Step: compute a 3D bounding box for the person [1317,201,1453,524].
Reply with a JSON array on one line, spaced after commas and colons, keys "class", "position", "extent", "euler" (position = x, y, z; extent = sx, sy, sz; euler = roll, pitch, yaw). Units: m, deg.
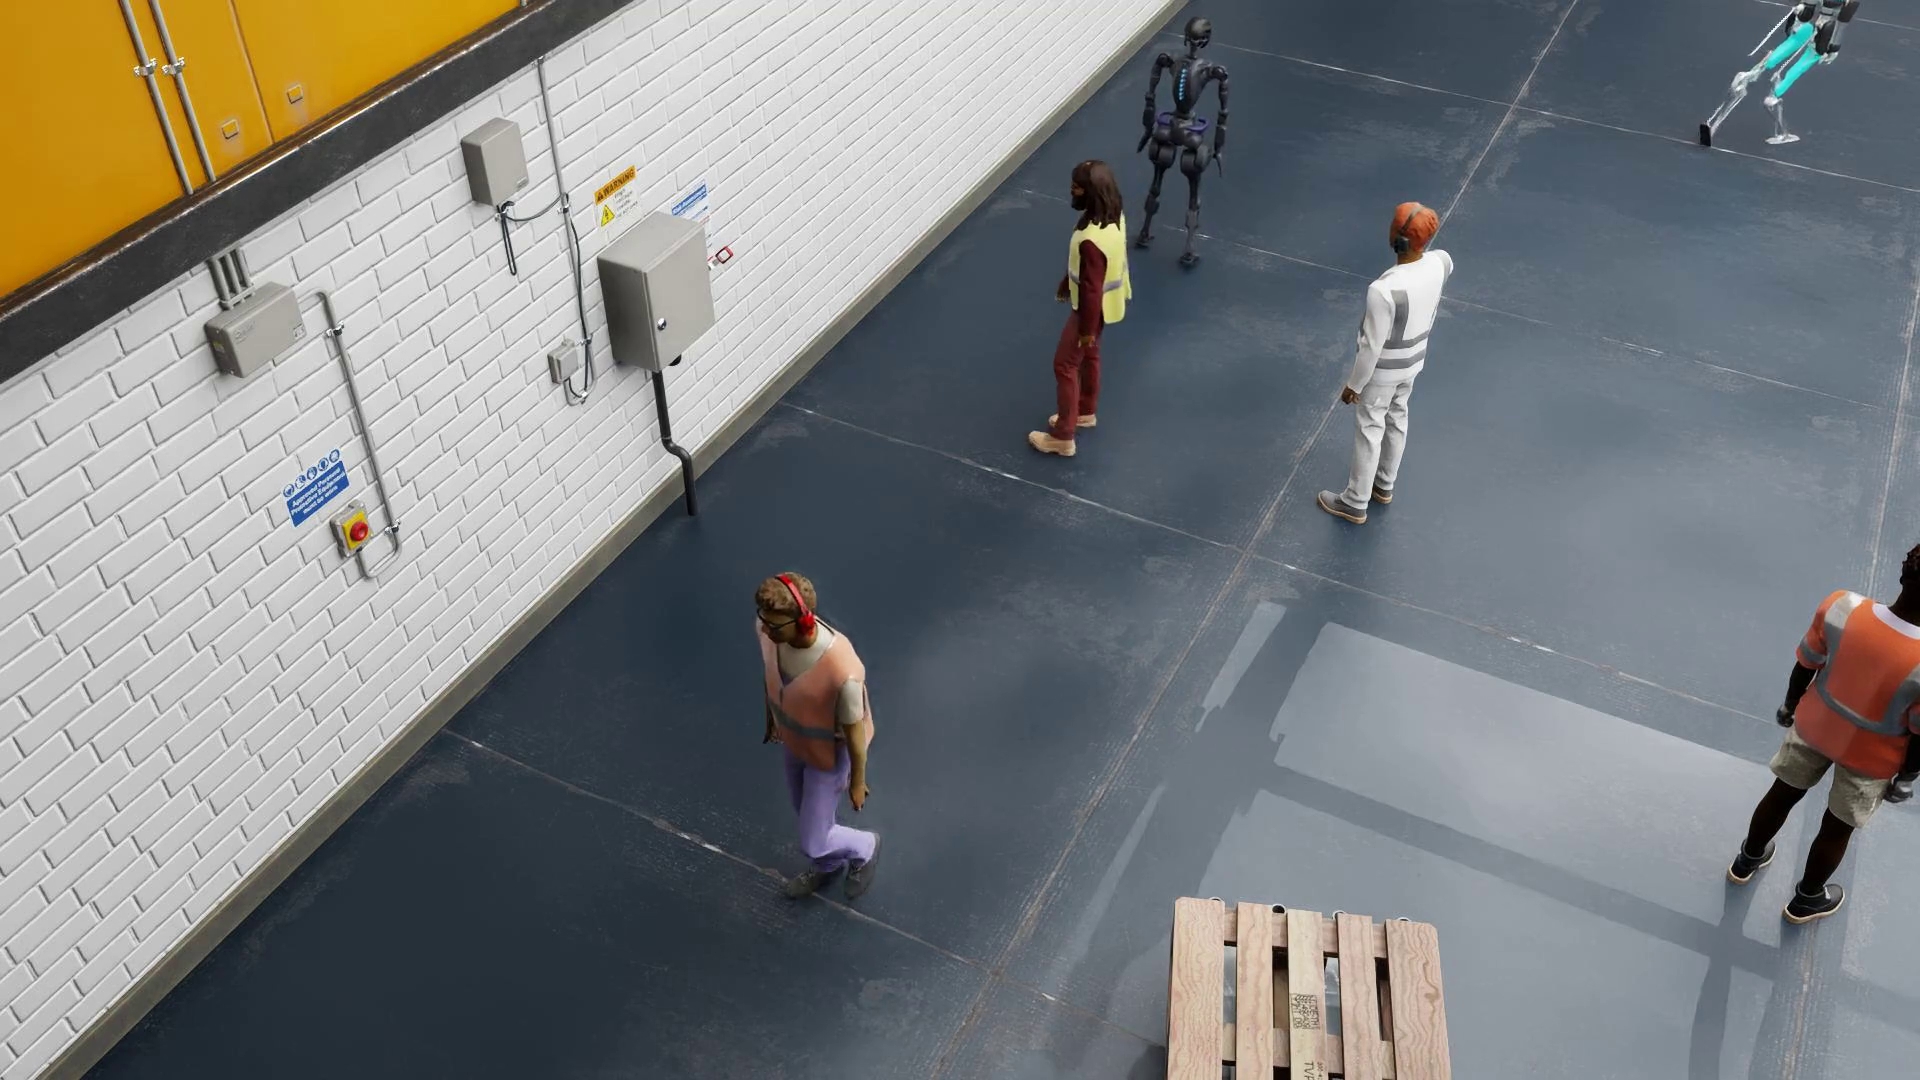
[{"class": "person", "position": [2.219, -0.913, 8.660], "extent": [0.573, 1.884, 0.356], "euler": [-30, 49, -30]}]

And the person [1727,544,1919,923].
[{"class": "person", "position": [3.560, 0.775, 6.642], "extent": [0.368, 1.966, 0.602], "euler": [-25, 47, -26]}]

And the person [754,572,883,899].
[{"class": "person", "position": [-0.590, 0.833, 6.677], "extent": [0.463, 1.827, 0.596], "euler": [-31, 49, -31]}]

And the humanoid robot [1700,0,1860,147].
[{"class": "humanoid robot", "position": [5.867, -3.605, 11.919], "extent": [0.922, 1.789, 0.554], "euler": [-9, 42, -11]}]

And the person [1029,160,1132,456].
[{"class": "person", "position": [0.679, -1.286, 9.187], "extent": [0.498, 1.761, 0.494], "euler": [10, 42, 12]}]

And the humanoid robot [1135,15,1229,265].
[{"class": "humanoid robot", "position": [1.423, -2.578, 10.757], "extent": [0.611, 1.635, 0.419], "euler": [18, 44, 20]}]
